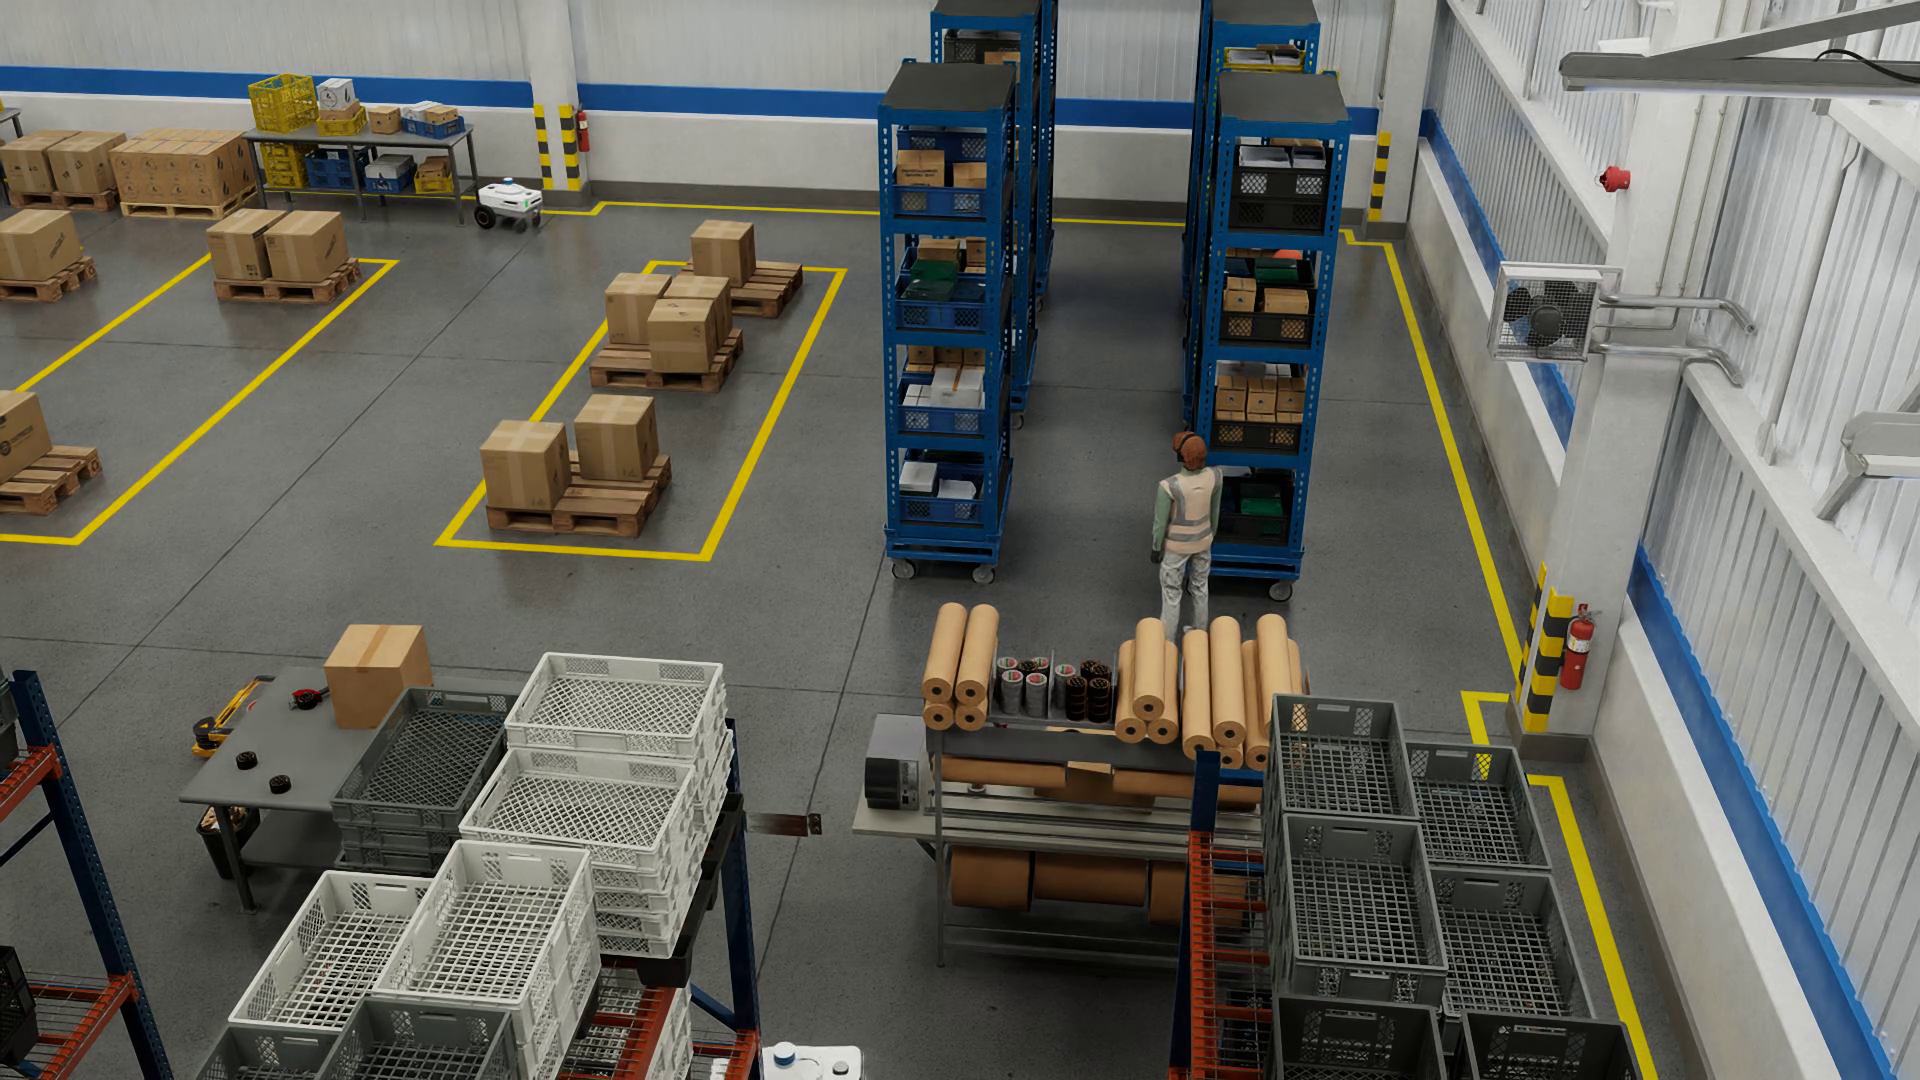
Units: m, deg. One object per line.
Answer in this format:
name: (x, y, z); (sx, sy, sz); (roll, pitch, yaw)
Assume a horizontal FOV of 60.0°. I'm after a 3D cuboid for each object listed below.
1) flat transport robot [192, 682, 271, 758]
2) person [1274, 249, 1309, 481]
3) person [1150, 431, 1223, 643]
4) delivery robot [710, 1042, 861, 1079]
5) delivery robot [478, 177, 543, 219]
flat transport robot: (-4.089, 1.163, 10.648); (1.431, 0.197, 0.652); (3, 30, 6)
person: (2.538, -1.388, 13.326); (0.372, 1.997, 0.622); (-23, 38, -34)
person: (1.525, 0.029, 11.254); (0.518, 1.632, 0.314); (-14, 33, -23)
delivery robot: (-0.814, 2.575, 7.849); (0.707, 0.478, 0.477); (-1, 30, -2)
delivery robot: (-5.115, -3.882, 18.943); (0.707, 0.478, 0.477); (12, 33, 20)
